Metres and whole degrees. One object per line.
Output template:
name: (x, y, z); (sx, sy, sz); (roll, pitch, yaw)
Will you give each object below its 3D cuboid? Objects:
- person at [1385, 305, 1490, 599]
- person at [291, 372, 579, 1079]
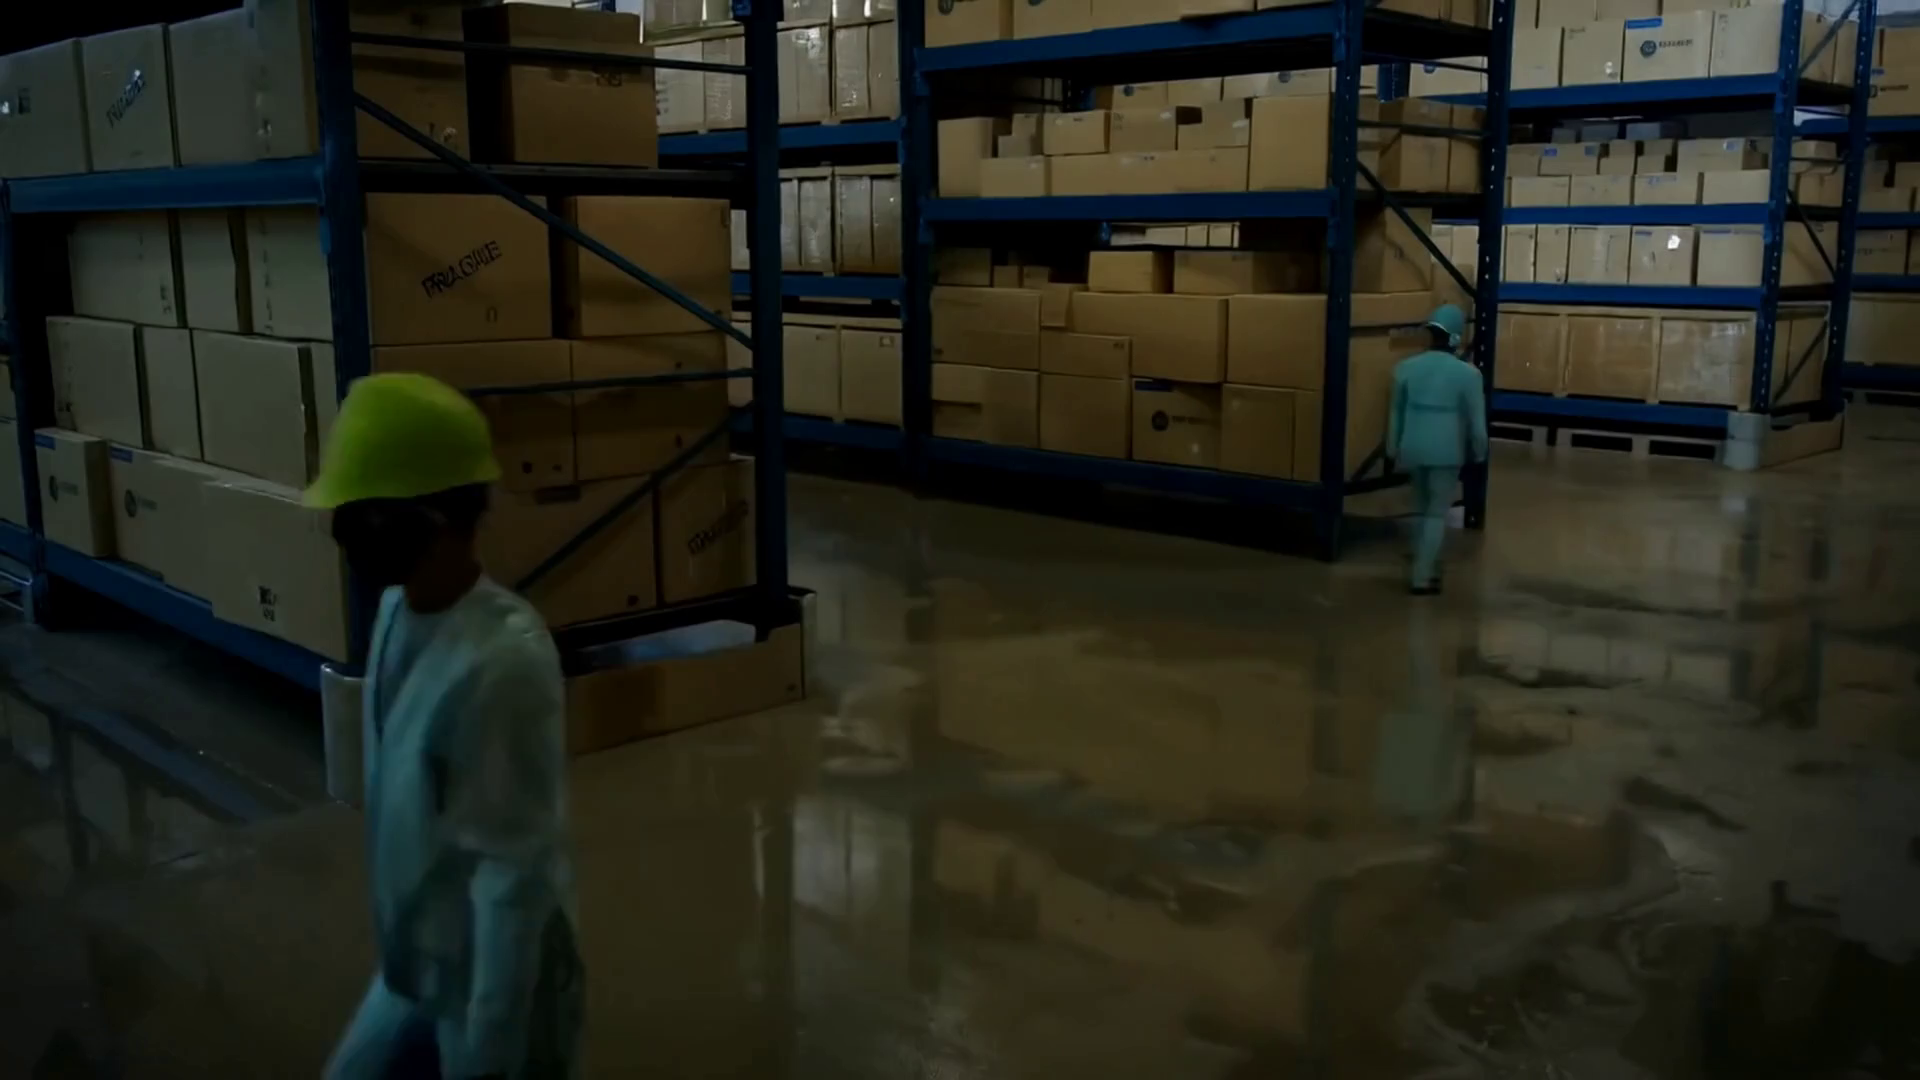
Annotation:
person: (2.901, -0.534, 9.918); (0.585, 1.718, 0.750); (10, 15, 44)
person: (-0.834, 0.690, 2.704); (0.404, 1.922, 0.578); (-8, 13, -37)
